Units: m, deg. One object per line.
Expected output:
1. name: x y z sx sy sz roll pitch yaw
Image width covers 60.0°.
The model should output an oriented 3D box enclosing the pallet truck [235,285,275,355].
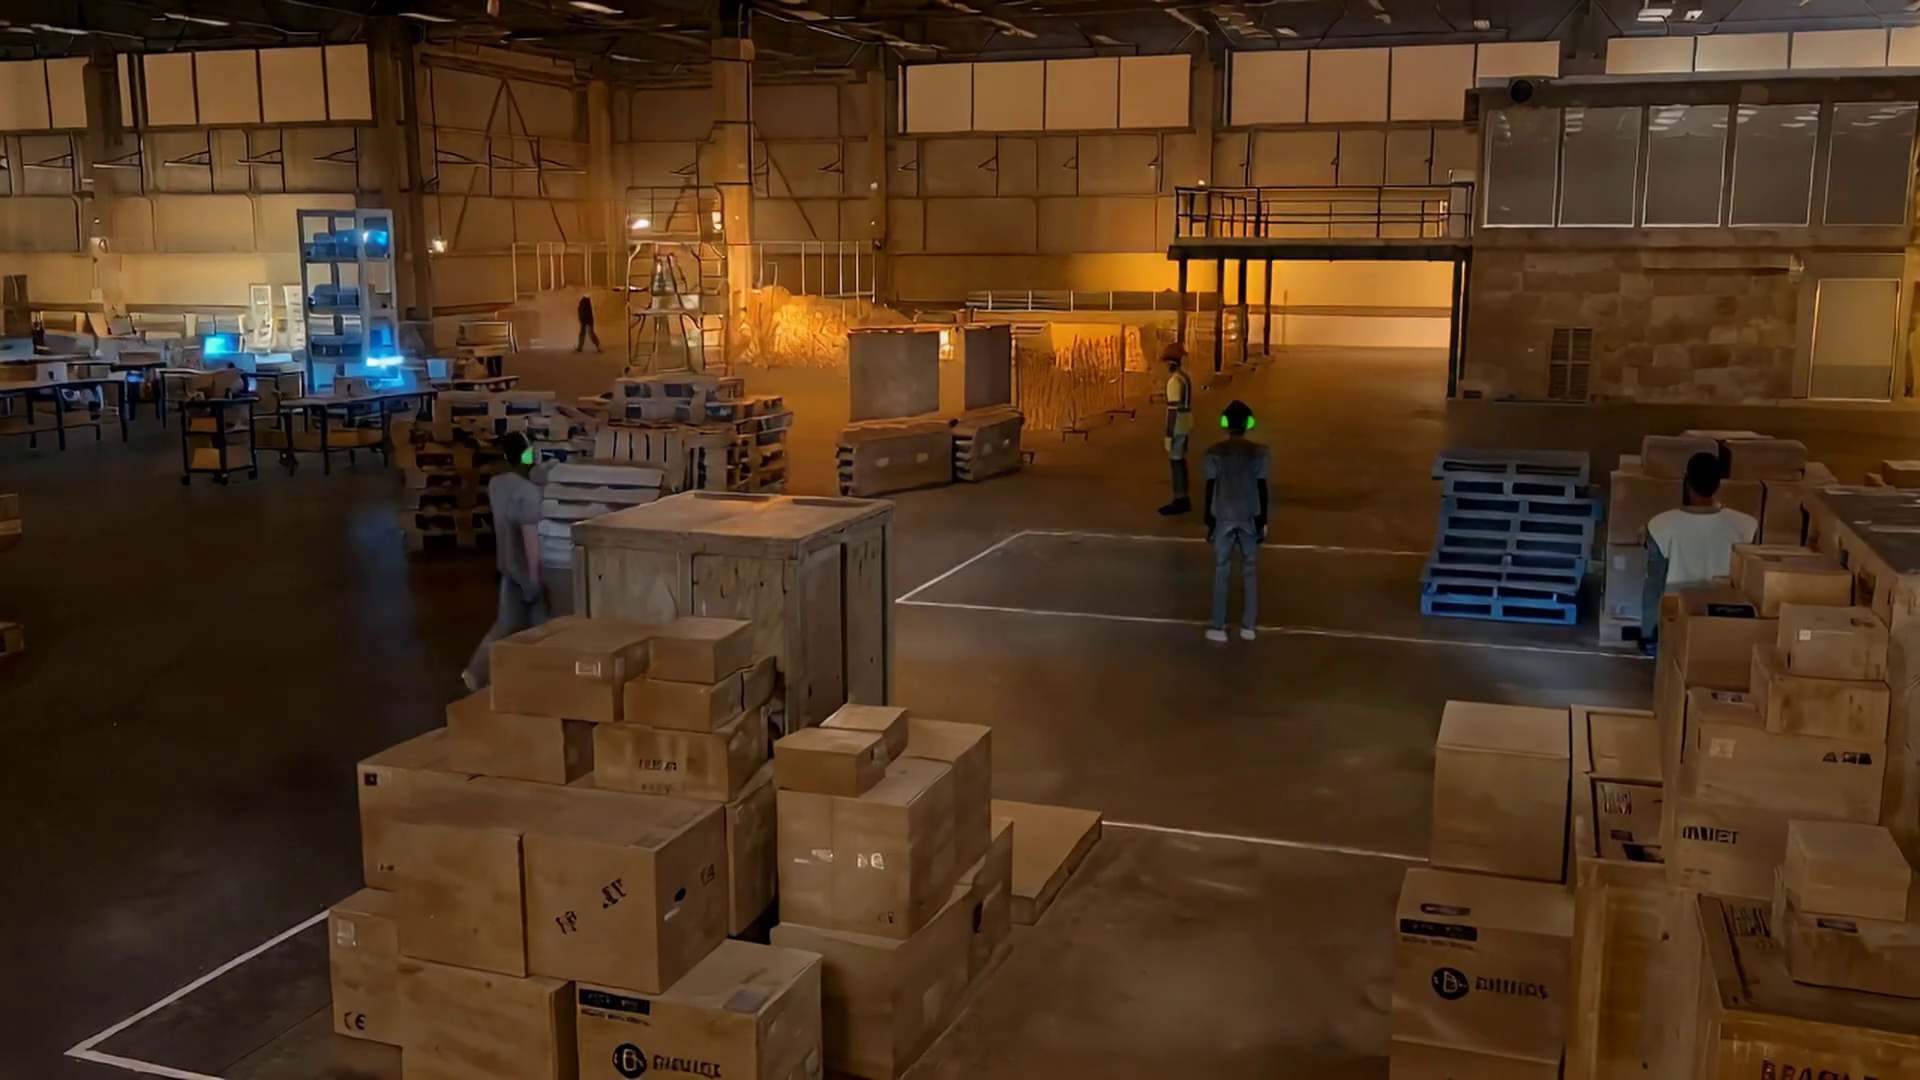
1. pallet truck: -18.327 -5.835 44.421 0.823 1.965 1.885 4 11 23

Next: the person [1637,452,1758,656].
1. person: 4.021 0.474 9.114 0.591 1.920 0.392 1 10 3

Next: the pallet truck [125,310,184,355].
1. pallet truck: -22.038 -5.665 45.457 0.704 1.261 1.522 3 11 17

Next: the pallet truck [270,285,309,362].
1. pallet truck: -17.147 -5.700 43.663 0.823 1.965 1.885 3 11 17

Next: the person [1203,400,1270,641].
1. person: 2.116 -0.142 12.764 0.503 1.862 0.328 0 10 2

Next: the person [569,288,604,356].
1. person: -10.236 -5.940 45.433 0.997 1.855 0.671 -5 11 -25

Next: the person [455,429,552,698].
1. person: -2.948 0.195 10.912 0.523 1.846 0.864 6 12 32

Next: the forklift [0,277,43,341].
1. forklift: -27.151 -6.329 46.328 1.157 1.987 2.680 3 11 17

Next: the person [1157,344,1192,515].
1. person: 2.422 -1.244 18.781 0.386 1.930 0.539 4 11 21

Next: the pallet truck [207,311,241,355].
1. pallet truck: -19.537 -5.575 44.913 0.653 1.274 1.630 3 11 19

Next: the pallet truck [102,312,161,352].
1. pallet truck: -23.057 -5.777 46.261 0.680 1.201 1.601 3 11 19
